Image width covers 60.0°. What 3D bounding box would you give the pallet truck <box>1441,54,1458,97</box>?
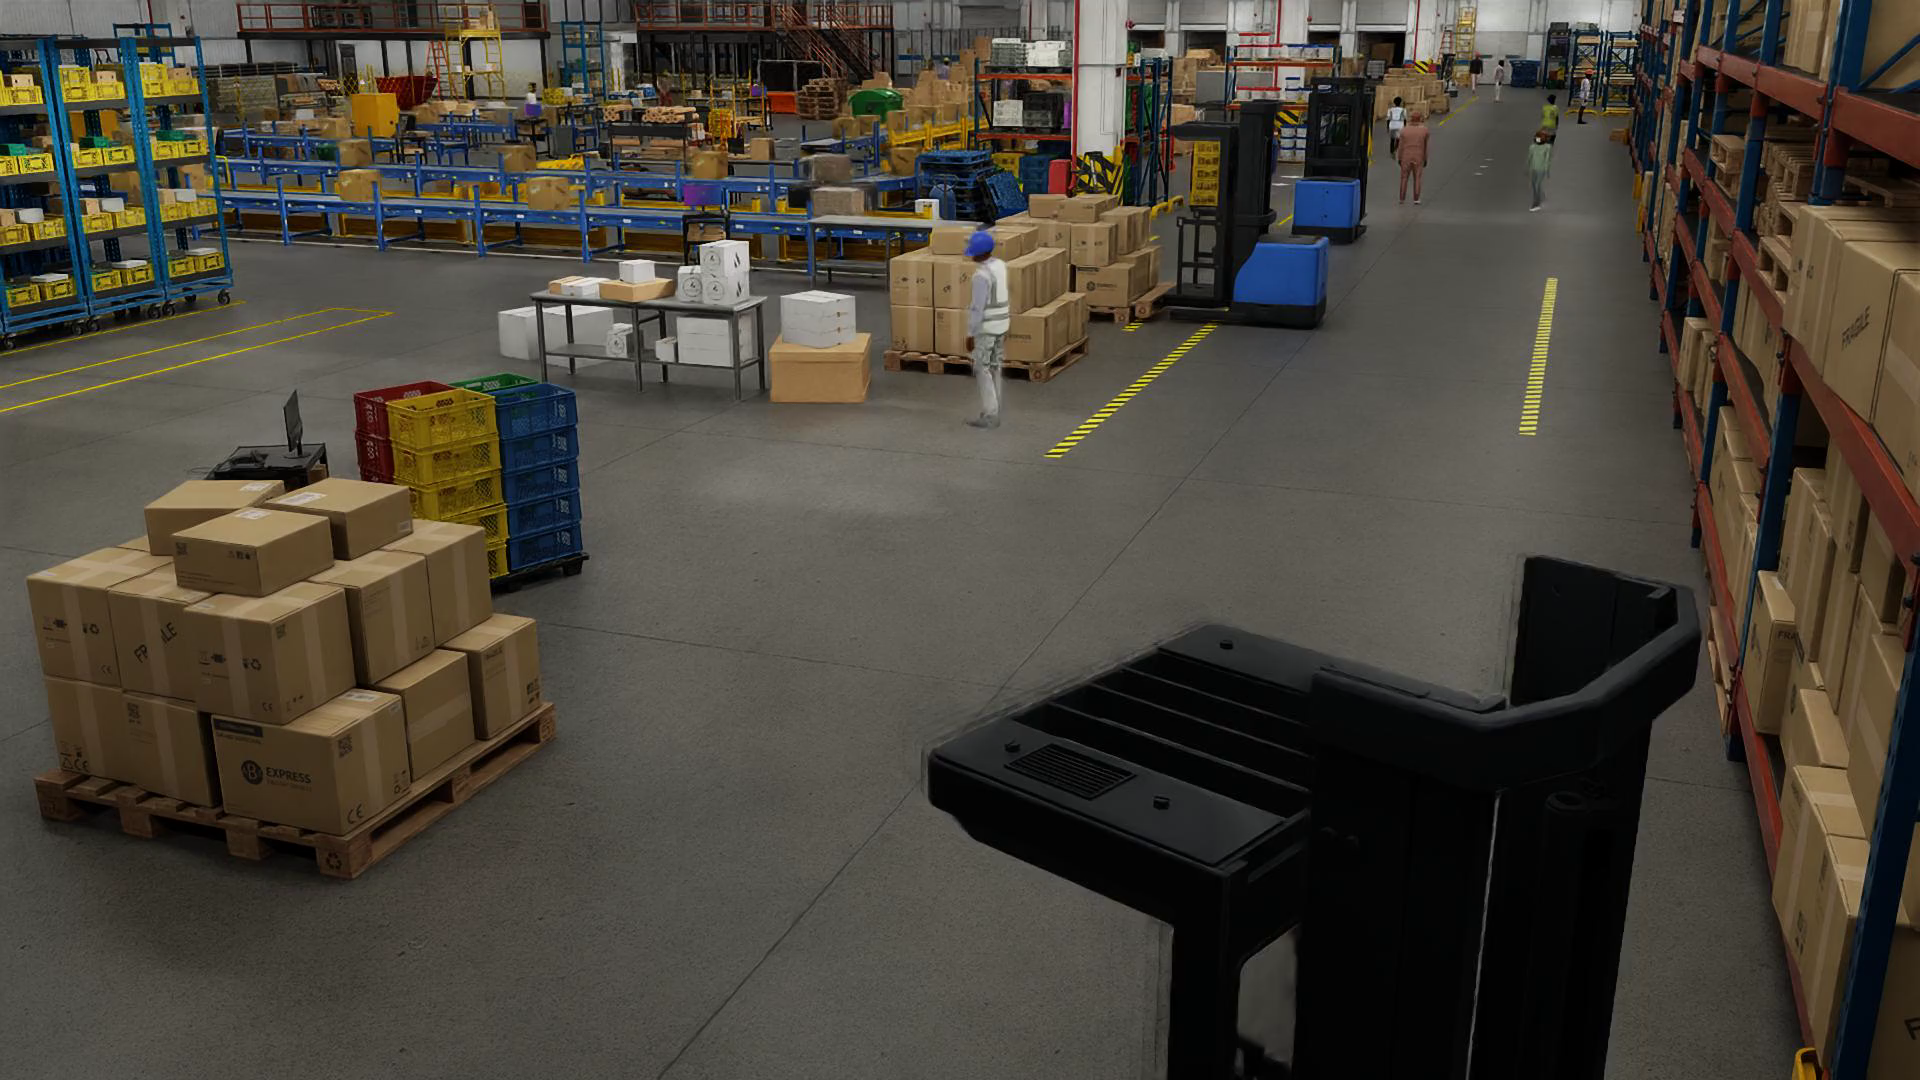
[{"bbox_3d":[22.765,-21.886,78.355,0.823,1.965,1.885,-4,18,-14],"label":"pallet truck"}]

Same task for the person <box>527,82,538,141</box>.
[{"bbox_3d":[-12.939,-12.950,50.537,0.432,1.847,0.495,1,18,2],"label":"person"}]

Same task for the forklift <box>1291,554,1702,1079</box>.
[{"bbox_3d":[1.044,1.476,3.516,1.873,2.768,1.129,16,23,40],"label":"forklift"}]

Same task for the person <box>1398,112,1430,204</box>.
[{"bbox_3d":[9.560,-8.057,35.076,0.636,1.900,0.400,5,18,17],"label":"person"}]

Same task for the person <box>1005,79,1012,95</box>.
[{"bbox_3d":[2.134,-18.644,68.148,0.861,2.012,0.619,5,18,16],"label":"person"}]

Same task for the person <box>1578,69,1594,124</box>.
[{"bbox_3d":[22.485,-15.931,59.768,0.394,1.929,0.539,3,18,9],"label":"person"}]

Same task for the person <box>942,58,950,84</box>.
[{"bbox_3d":[-0.672,-21.040,75.874,0.975,1.886,0.596,-6,19,-20],"label":"person"}]

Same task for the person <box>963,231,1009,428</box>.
[{"bbox_3d":[0.290,-2.049,16.186,0.407,1.906,0.690,9,20,25],"label":"person"}]

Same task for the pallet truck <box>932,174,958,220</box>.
[{"bbox_3d":[-0.507,-5.292,27.348,0.653,1.274,1.630,6,19,19],"label":"pallet truck"}]

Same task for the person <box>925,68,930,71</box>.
[{"bbox_3d":[-1.230,-17.043,63.412,1.012,1.825,0.609,11,21,30],"label":"person"}]

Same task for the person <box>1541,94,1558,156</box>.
[{"bbox_3d":[16.536,-11.632,46.641,0.421,1.678,0.582,-10,20,-29],"label":"person"}]

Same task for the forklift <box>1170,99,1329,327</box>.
[{"bbox_3d":[3.816,-4.260,21.541,1.873,2.768,1.129,6,19,19],"label":"forklift"}]

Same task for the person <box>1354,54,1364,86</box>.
[{"bbox_3d":[20.814,-24.392,86.625,0.415,1.751,0.547,4,18,14],"label":"person"}]

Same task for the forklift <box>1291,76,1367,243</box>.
[{"bbox_3d":[6.598,-6.755,29.381,1.129,2.768,1.873,6,19,19],"label":"forklift"}]

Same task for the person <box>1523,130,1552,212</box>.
[{"bbox_3d":[11.615,-7.439,33.570,0.583,1.611,0.533,-12,21,-33],"label":"person"}]

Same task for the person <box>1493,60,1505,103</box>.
[{"bbox_3d":[23.977,-20.390,73.913,0.428,1.839,0.631,2,18,7],"label":"person"}]

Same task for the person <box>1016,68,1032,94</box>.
[{"bbox_3d":[2.456,-17.485,64.456,0.682,2.000,0.537,0,18,1],"label":"person"}]

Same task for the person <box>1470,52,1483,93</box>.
[{"bbox_3d":[25.588,-23.184,82.488,0.622,1.970,0.859,2,18,6],"label":"person"}]

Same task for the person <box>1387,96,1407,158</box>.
[{"bbox_3d":[11.988,-11.347,45.752,0.533,1.676,0.669,9,20,25],"label":"person"}]

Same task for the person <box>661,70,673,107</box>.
[{"bbox_3d":[-11.431,-17.467,64.924,0.853,1.701,0.569,12,21,33],"label":"person"}]

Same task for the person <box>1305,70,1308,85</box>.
[{"bbox_3d":[14.865,-19.781,72.026,0.540,1.815,1.003,-15,23,-40],"label":"person"}]

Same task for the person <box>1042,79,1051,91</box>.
[{"bbox_3d":[2.998,-15.659,58.957,0.860,1.900,0.568,6,19,19],"label":"person"}]

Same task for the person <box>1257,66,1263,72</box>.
[{"bbox_3d":[16.436,-26.004,91.449,0.403,1.918,0.629,6,19,19],"label":"person"}]

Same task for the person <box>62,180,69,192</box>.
[{"bbox_3d":[-15.383,-5.865,28.175,0.409,1.903,0.639,14,22,38],"label":"person"}]
